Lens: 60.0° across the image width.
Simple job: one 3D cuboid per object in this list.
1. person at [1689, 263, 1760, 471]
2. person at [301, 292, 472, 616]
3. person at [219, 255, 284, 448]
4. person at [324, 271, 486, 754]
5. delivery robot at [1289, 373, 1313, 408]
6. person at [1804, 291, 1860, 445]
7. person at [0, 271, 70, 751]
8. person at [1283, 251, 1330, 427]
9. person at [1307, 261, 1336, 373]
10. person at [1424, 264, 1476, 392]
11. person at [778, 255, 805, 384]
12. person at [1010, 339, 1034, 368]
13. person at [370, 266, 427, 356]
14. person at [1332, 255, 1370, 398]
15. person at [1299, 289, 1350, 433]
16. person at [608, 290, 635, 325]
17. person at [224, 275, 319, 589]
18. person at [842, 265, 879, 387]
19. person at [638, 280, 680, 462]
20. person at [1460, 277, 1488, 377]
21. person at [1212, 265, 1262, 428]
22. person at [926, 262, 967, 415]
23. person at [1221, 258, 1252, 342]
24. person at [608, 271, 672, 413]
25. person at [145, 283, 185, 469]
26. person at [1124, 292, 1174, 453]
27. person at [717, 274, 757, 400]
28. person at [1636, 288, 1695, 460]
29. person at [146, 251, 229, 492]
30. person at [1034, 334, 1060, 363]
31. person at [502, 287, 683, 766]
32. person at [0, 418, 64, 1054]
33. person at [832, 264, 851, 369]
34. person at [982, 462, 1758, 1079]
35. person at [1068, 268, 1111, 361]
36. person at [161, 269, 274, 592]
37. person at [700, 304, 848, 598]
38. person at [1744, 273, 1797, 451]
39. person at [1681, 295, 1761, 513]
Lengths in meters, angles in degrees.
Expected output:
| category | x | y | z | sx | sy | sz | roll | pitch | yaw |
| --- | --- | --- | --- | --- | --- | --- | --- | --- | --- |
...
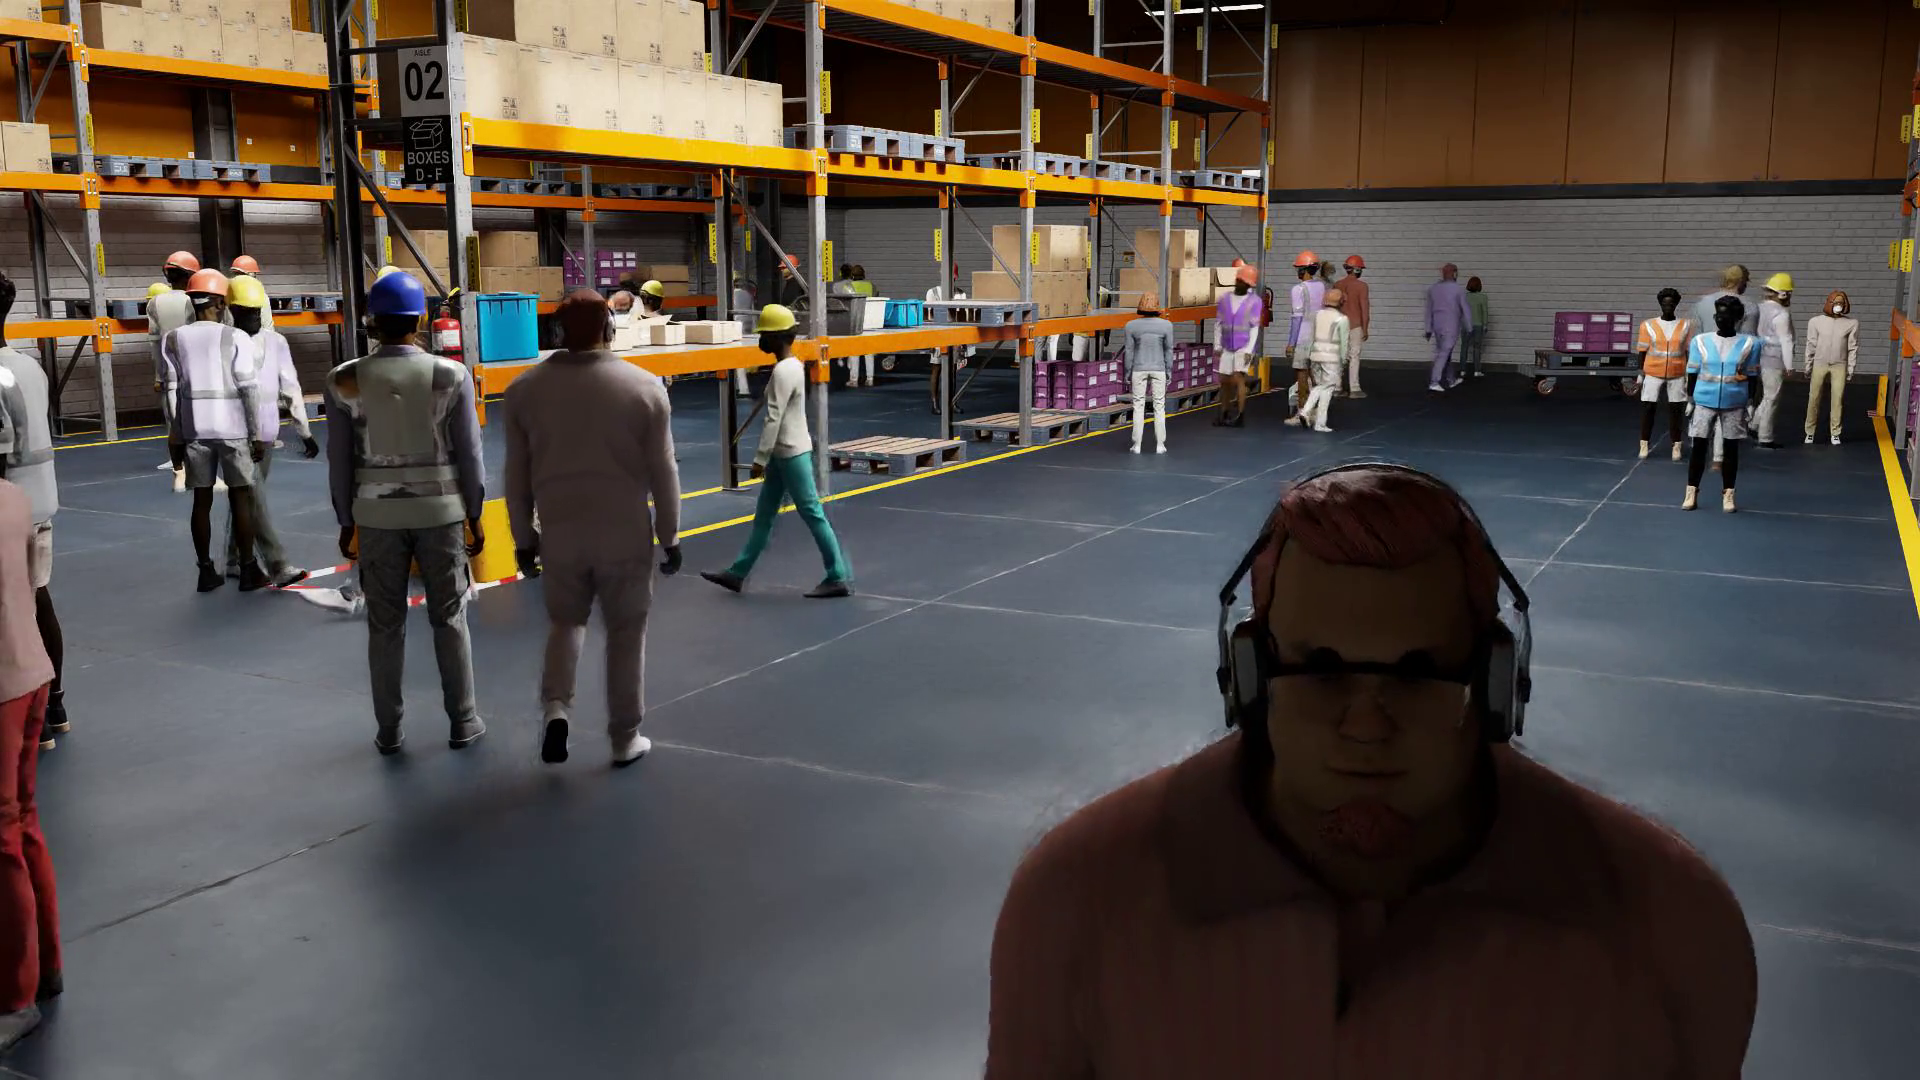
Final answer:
| category | x | y | z | sx | sy | sz | roll | pitch | yaw |
| --- | --- | --- | --- | --- | --- | --- | --- | --- | --- |
| person | 7.109 | -1.592 | 15.420 | 0.446 | 1.923 | 0.653 | -5 | 11 | -27 |
| person | -3.235 | -0.488 | 9.348 | 0.970 | 1.821 | 0.514 | -5 | 11 | -28 |
| person | -7.332 | -1.926 | 17.160 | 0.623 | 1.992 | 0.397 | 2 | 10 | 10 |
| person | -2.225 | -0.103 | 6.733 | 0.602 | 1.949 | 0.389 | -2 | 10 | -12 |
| delivery robot | 4.239 | -1.804 | 20.344 | 0.477 | 0.478 | 0.707 | 3 | 10 | 19 |
| person | 9.206 | -1.817 | 17.597 | 0.496 | 1.629 | 0.277 | 4 | 11 | 21 |
| person | -3.877 | -0.115 | 6.754 | 0.364 | 1.965 | 0.609 | -2 | 10 | -13 |
| person | 4.033 | -2.347 | 19.449 | 0.605 | 2.045 | 0.378 | -8 | 13 | -39 |
| person | 5.448 | -3.238 | 25.032 | 0.714 | 1.888 | 0.692 | 8 | 12 | 37 |
| person | 7.180 | -3.097 | 24.366 | 1.010 | 1.852 | 0.660 | -7 | 12 | -34 |
| person | -2.391 | -3.053 | 23.680 | 0.381 | 1.994 | 0.615 | -4 | 10 | -20 |
| person | 1.100 | -3.985 | 29.389 | 0.572 | 1.887 | 0.355 | -5 | 11 | -26 |
| person | -4.622 | -1.271 | 13.593 | 0.585 | 1.916 | 0.388 | -7 | 12 | -34 |
| person | 5.470 | -2.985 | 23.295 | 0.392 | 1.990 | 0.614 | -8 | 13 | -40 |
| person | 4.129 | -2.009 | 18.695 | 0.406 | 1.617 | 0.548 | -7 | 12 | -35 |
| person | -3.491 | -1.806 | 17.506 | 0.567 | 1.630 | 0.368 | 4 | 11 | 23 |
| person | -4.221 | -0.645 | 10.051 | 0.962 | 1.877 | 0.611 | 6 | 11 | 30 |
| person | -1.538 | -3.248 | 25.265 | 0.634 | 1.837 | 0.429 | -6 | 11 | -31 |
| person | -2.964 | -1.618 | 16.064 | 0.523 | 1.761 | 0.323 | 8 | 13 | 39 |
| person | 8.411 | -3.497 | 27.297 | 0.499 | 1.634 | 0.279 | 7 | 12 | 34 |
| person | 3.198 | -2.225 | 19.198 | 0.584 | 1.885 | 0.515 | 7 | 12 | 36 |
| person | -0.153 | -2.530 | 20.849 | 0.543 | 1.928 | 0.372 | -5 | 11 | -28 |
| person | 4.256 | -3.365 | 25.663 | 0.544 | 1.936 | 0.359 | -3 | 10 | -19 |
| person | -3.983 | -2.404 | 20.503 | 0.699 | 1.802 | 0.434 | -5 | 11 | -28 |
| person | -7.436 | -1.535 | 15.620 | 0.322 | 1.742 | 0.493 | 0 | 10 | 1 |
| person | 1.904 | -1.684 | 16.802 | 0.498 | 1.633 | 0.285 | 0 | 10 | 3 |
| person | -3.141 | -2.821 | 22.977 | 0.776 | 1.768 | 0.646 | 6 | 12 | 32 |
| person | 6.888 | -1.616 | 16.267 | 0.533 | 1.687 | 0.320 | 3 | 10 | 18 |
| person | -6.515 | -1.411 | 14.061 | 0.605 | 2.036 | 0.383 | 2 | 10 | 12 |
| person | 1.420 | -3.563 | 26.795 | 0.635 | 1.939 | 0.359 | 8 | 13 | 40 |
| person | -1.420 | -0.027 | 6.475 | 0.667 | 1.893 | 0.467 | 0 | 10 | 1 |
| person | -2.552 | 0.432 | 4.286 | 0.322 | 1.731 | 0.684 | -2 | 10 | -10 |
| person | -1.978 | -3.909 | 29.160 | 0.517 | 1.818 | 0.993 | -1 | 10 | -6 |
| person | 0.309 | 0.864 | 1.404 | 0.679 | 1.852 | 0.995 | 3 | 10 | 16 |
| person | 1.782 | -2.837 | 22.914 | 0.618 | 1.836 | 0.430 | -1 | 10 | -3 |
| person | -4.438 | -0.647 | 9.951 | 0.543 | 1.927 | 0.375 | 0 | 10 | -1 |
| person | -1.081 | -0.504 | 9.699 | 0.908 | 1.714 | 0.541 | -1 | 10 | -3 |
| person | 8.317 | -1.811 | 17.006 | 0.420 | 1.818 | 0.602 | 1 | 10 | 5 |
| person | 5.944 | -1.060 | 12.996 | 0.536 | 1.699 | 0.322 | 5 | 11 | 26 |
